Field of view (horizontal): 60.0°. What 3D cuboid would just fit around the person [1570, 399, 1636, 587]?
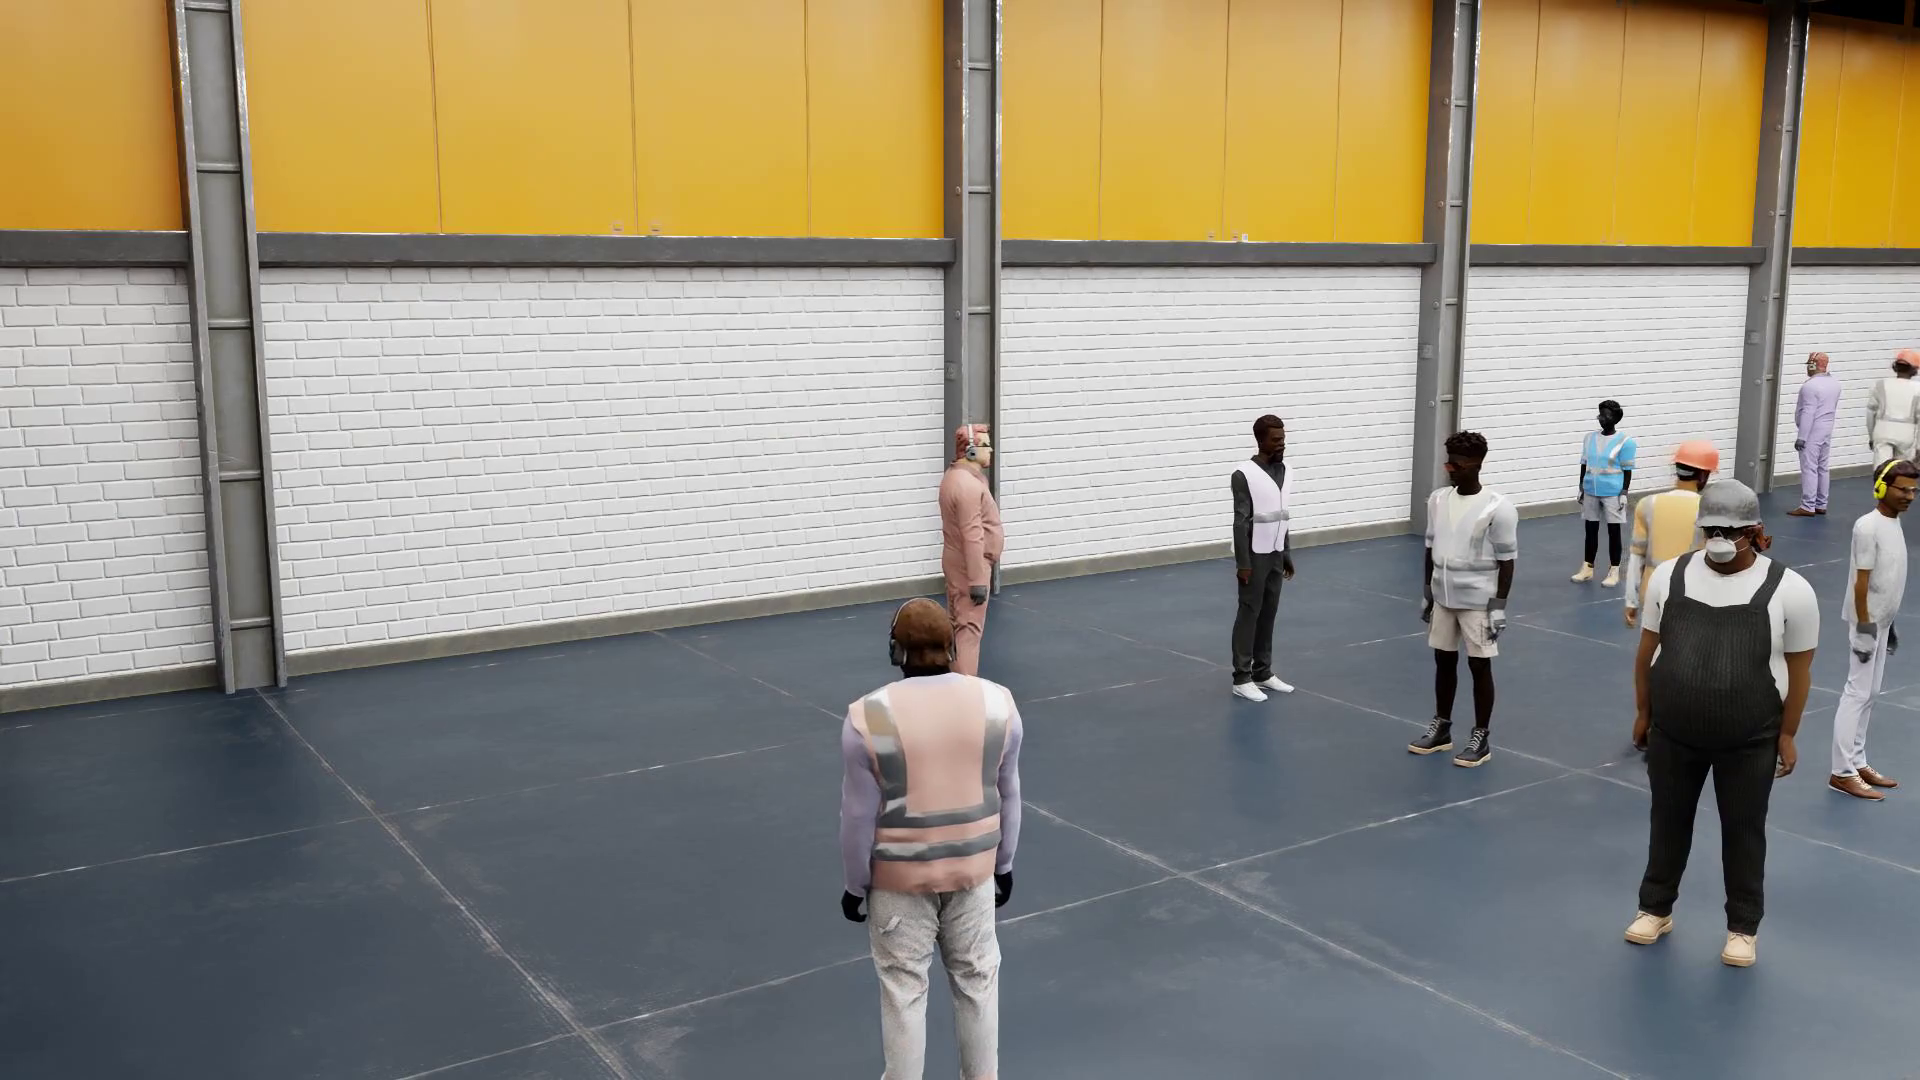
[{"bbox_3d":[5.853,-0.429,15.116,0.318,1.700,0.535,-7,12,-36],"label":"person"}]

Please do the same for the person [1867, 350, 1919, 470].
[{"bbox_3d":[10.362,-1.112,18.420,0.603,1.973,1.073,5,11,26],"label":"person"}]

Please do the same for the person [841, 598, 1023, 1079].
[{"bbox_3d":[-0.104,1.098,5.510,0.619,1.838,0.430,-3,10,-18],"label":"person"}]

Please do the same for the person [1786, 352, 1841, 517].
[{"bbox_3d":[9.888,-1.226,19.297,0.650,1.906,0.401,-7,11,-35],"label":"person"}]

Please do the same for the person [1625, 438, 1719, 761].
[{"bbox_3d":[4.264,0.347,9.827,0.673,1.906,0.550,-9,13,-44],"label":"person"}]

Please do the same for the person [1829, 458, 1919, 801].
[{"bbox_3d":[5.047,0.480,9.155,0.330,1.865,0.518,9,13,44],"label":"person"}]

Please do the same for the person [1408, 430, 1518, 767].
[{"bbox_3d":[2.944,0.334,9.716,0.368,1.965,0.609,-6,11,-34],"label":"person"}]

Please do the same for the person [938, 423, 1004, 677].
[{"bbox_3d":[0.082,0.208,10.660,0.406,1.909,0.636,-2,10,-10],"label":"person"}]

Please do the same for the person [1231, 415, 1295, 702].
[{"bbox_3d":[2.038,0.108,11.228,0.391,1.919,0.590,9,13,43],"label":"person"}]

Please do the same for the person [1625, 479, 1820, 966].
[{"bbox_3d":[3.155,0.753,6.968,0.689,2.000,0.539,7,12,37],"label":"person"}]
